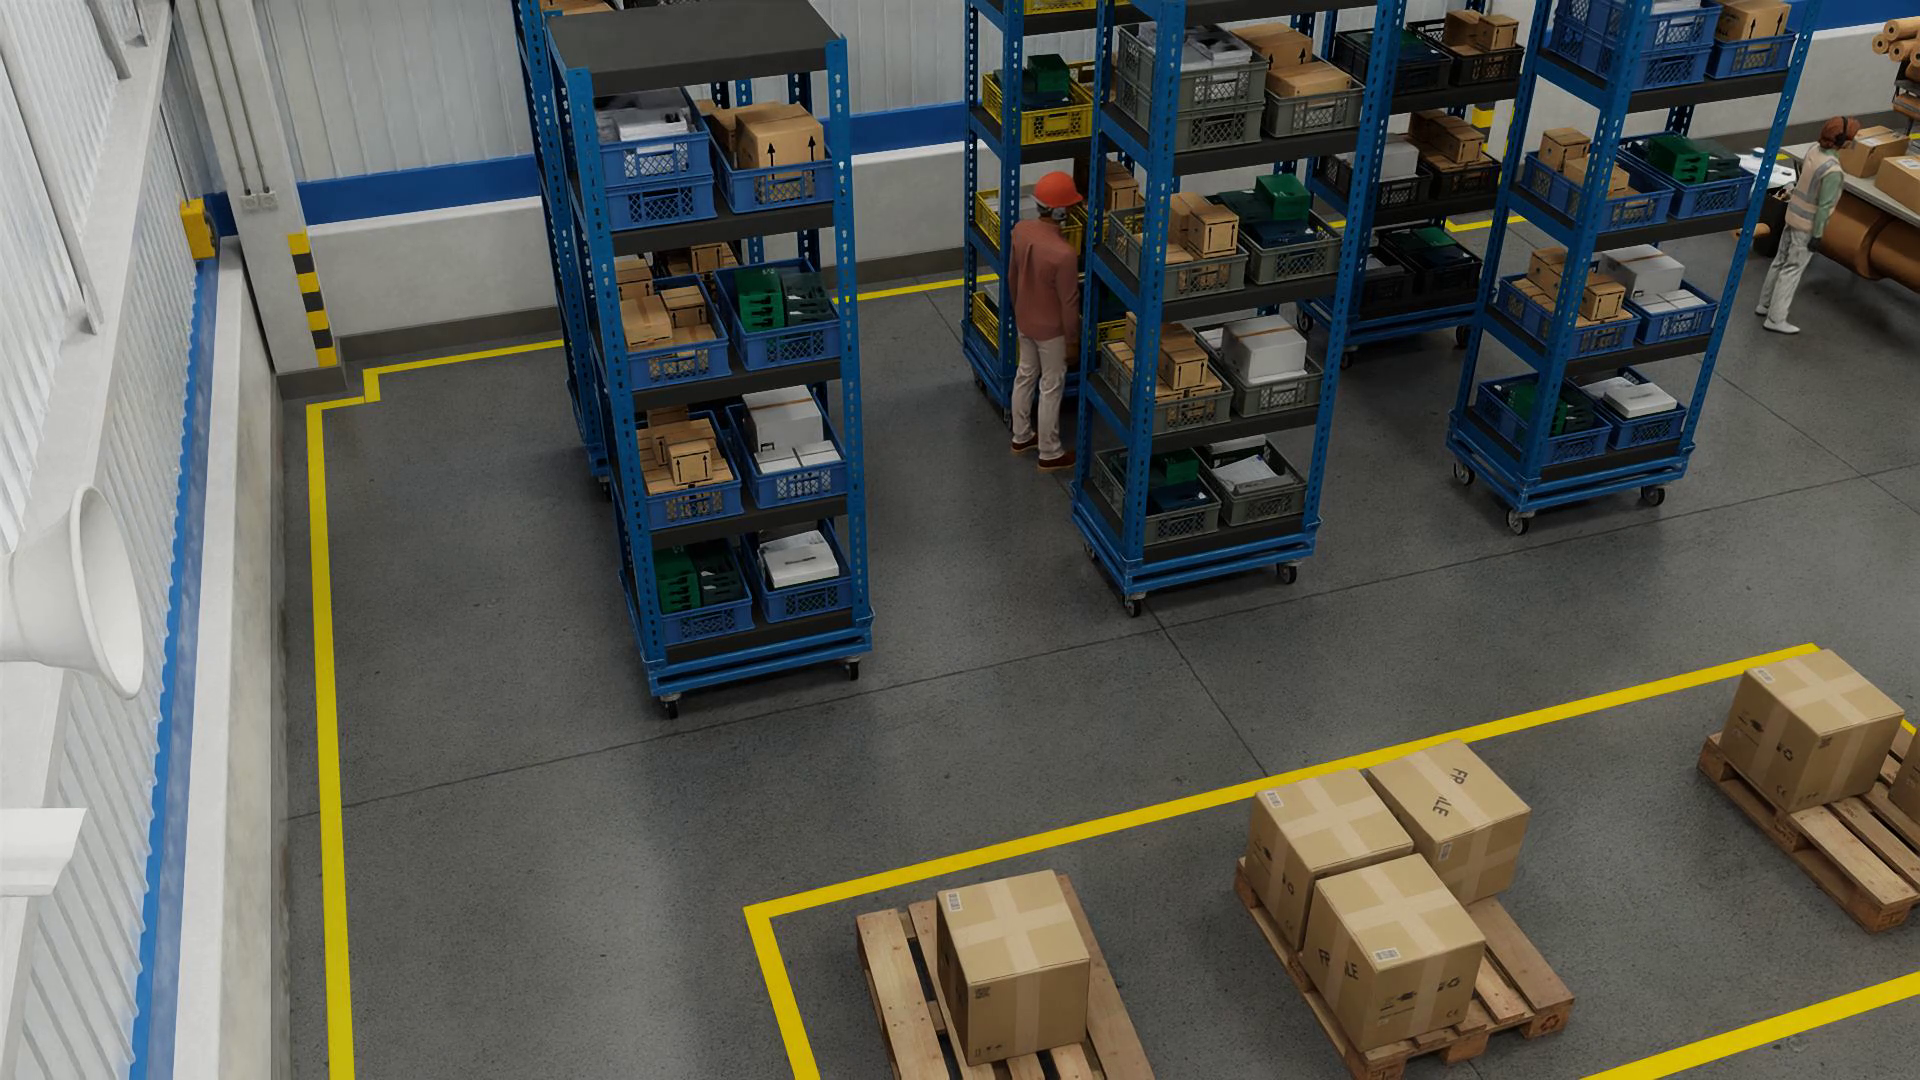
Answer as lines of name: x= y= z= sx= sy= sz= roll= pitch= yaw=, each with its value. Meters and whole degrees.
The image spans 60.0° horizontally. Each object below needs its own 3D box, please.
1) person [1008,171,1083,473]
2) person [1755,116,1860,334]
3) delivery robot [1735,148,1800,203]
person: x=0.555 y=-1.375 z=10.496 sx=0.395 sy=1.993 sz=0.616 roll=-22 pitch=41 yaw=-28
person: x=6.168 y=-2.298 z=12.117 sx=0.312 sy=1.636 sz=0.516 roll=4 pitch=35 yaw=5
delivery robot: x=6.697 y=-3.070 z=14.056 sx=0.707 sy=0.478 sz=0.477 roll=26 pitch=43 yaw=32
